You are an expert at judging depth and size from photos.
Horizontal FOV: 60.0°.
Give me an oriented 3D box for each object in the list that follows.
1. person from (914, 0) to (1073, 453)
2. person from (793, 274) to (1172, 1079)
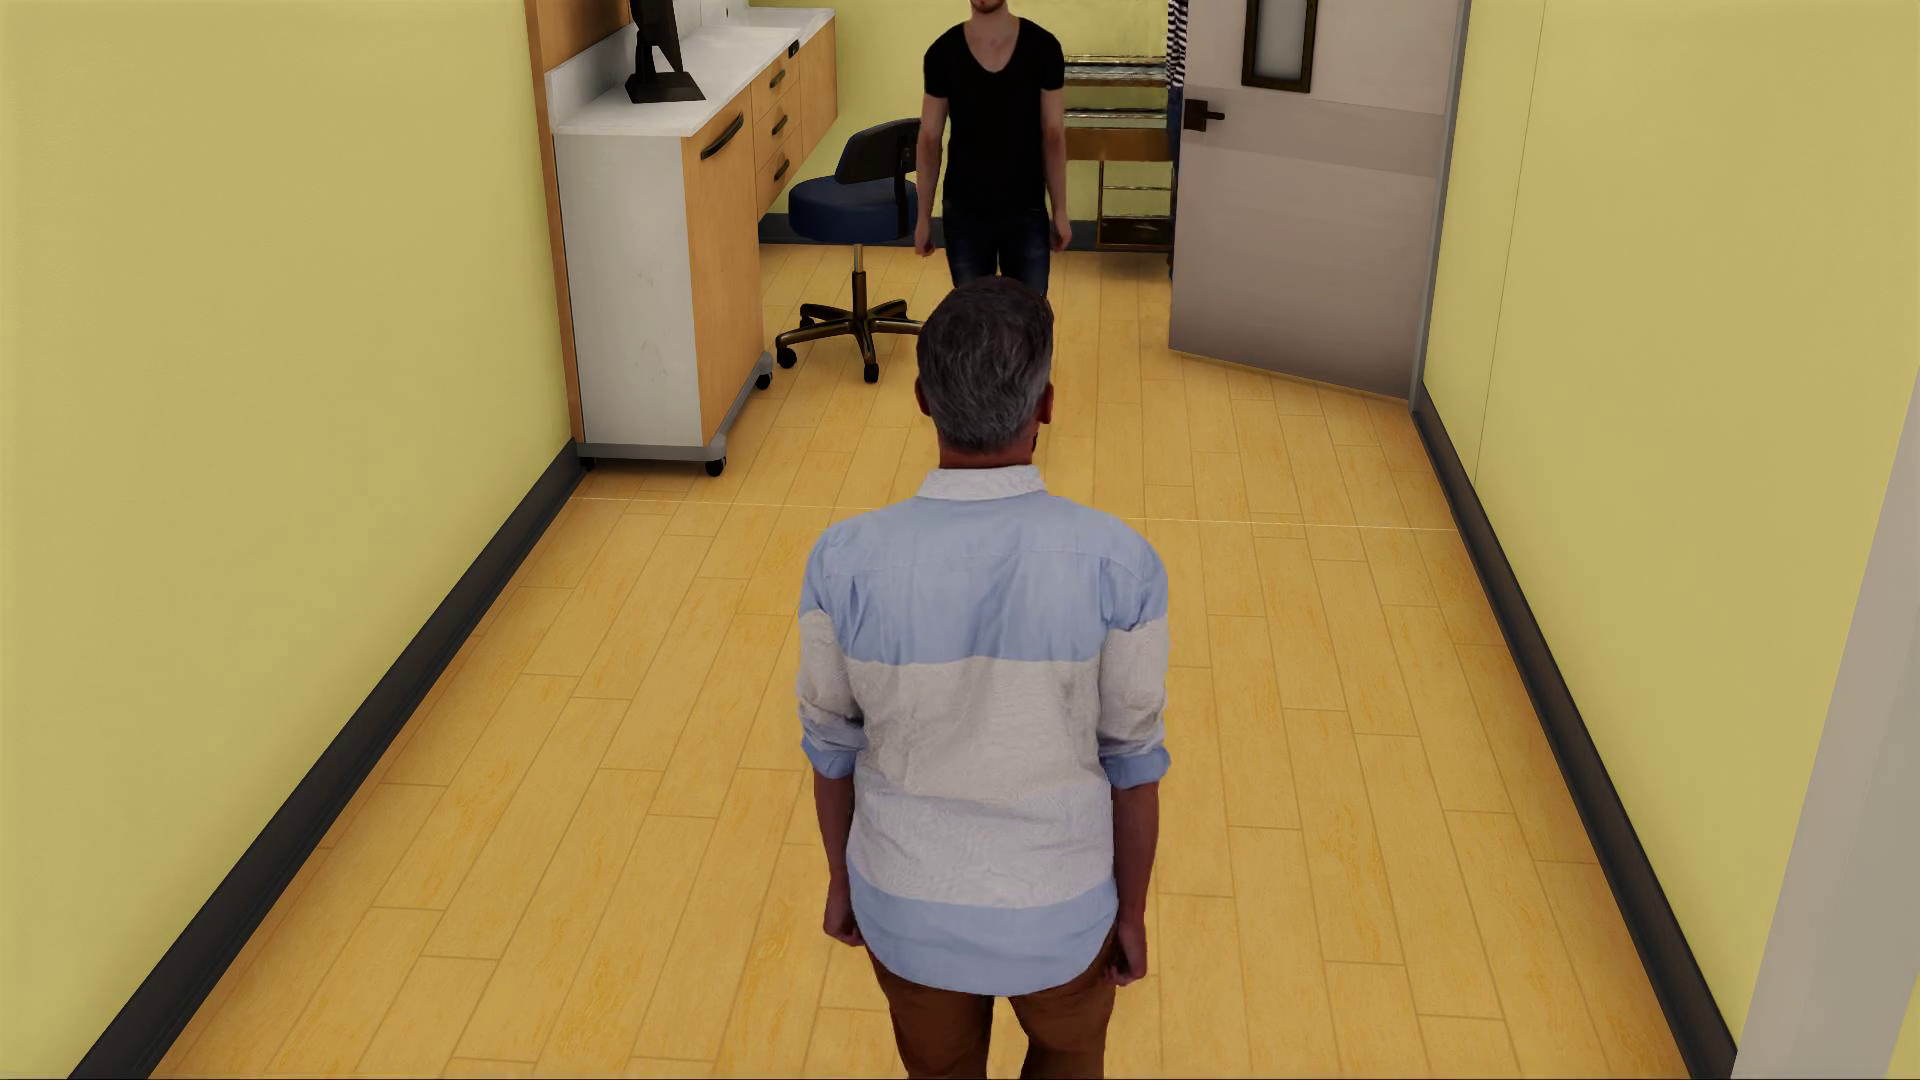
[{"bbox_3d":[0.134,-1.193,5.932,0.602,1.889,0.759,2,26,5],"label":"person"},{"bbox_3d":[0.036,0.540,2.421,0.719,1.817,0.750,3,26,6],"label":"person"}]
